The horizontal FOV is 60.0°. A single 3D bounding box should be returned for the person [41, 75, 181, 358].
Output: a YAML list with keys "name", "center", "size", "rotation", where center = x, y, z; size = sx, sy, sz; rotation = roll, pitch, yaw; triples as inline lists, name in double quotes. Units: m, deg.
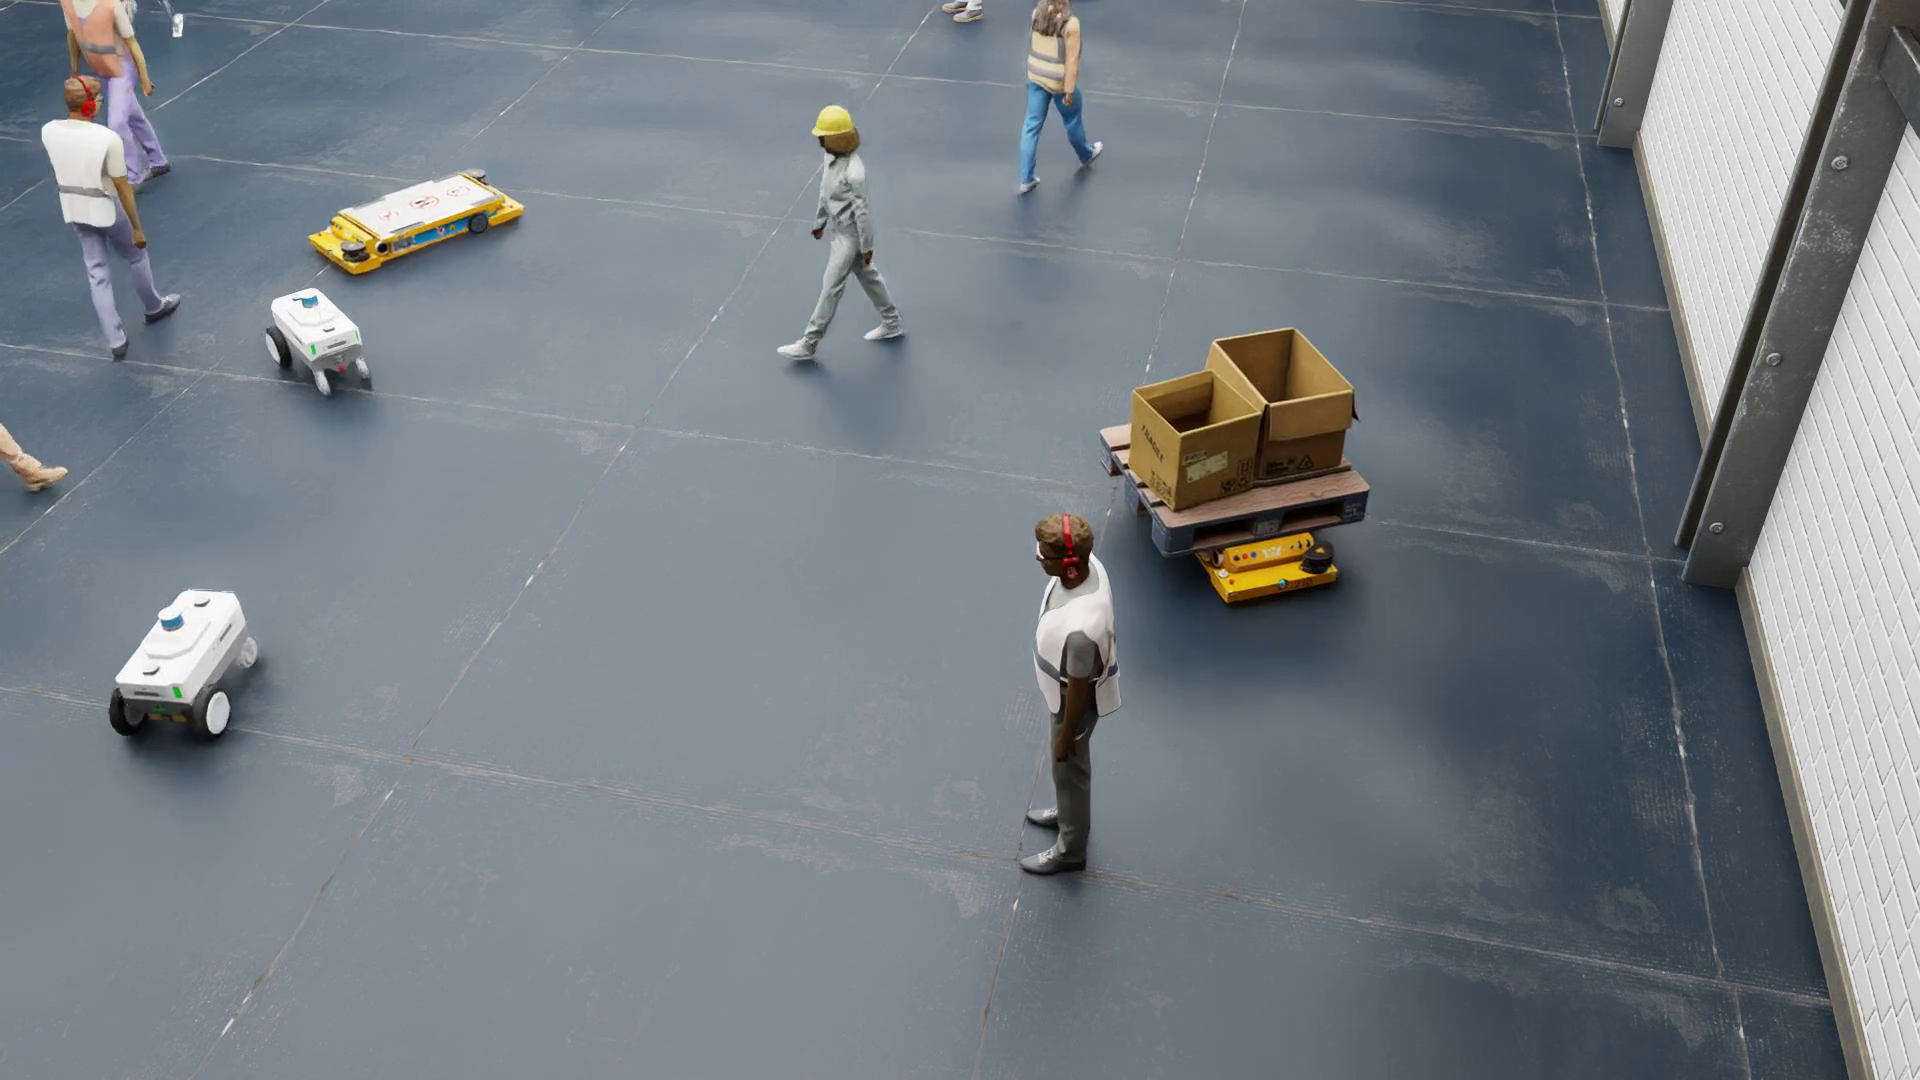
- name: "person"
  center: [-5.535, -2.130, 10.793]
  size: [0.644, 1.789, 0.857]
  rotation: [4, 37, 5]

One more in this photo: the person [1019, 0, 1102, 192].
- name: "person"
  center: [0.766, -3.576, 12.829]
  size: [0.484, 1.674, 0.922]
  rotation: [24, 43, 29]

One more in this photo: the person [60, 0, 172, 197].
- name: "person"
  center: [-6.507, -3.506, 12.611]
  size: [0.607, 1.811, 0.765]
  rotation: [19, 41, 23]

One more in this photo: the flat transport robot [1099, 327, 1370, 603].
- name: "flat transport robot"
  center: [1.532, -0.187, 9.468]
  size: [0.659, 0.231, 1.431]
  rotation: [-10, 38, -14]

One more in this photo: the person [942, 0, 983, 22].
- name: "person"
  center: [0.045, -5.883, 15.741]
  size: [0.353, 1.885, 0.574]
  rotation: [-11, 38, -15]

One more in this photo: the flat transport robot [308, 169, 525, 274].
- name: "flat transport robot"
  center: [-4.051, -2.392, 12.419]
  size: [1.431, 0.231, 0.659]
  rotation: [-31, 46, -34]

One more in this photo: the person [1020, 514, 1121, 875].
- name: "person"
  center: [0.474, 0.653, 7.041]
  size: [0.408, 1.833, 0.562]
  rotation: [1, 37, 1]

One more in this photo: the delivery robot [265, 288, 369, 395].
- name: "delivery robot"
  center: [-4.169, -1.334, 10.780]
  size: [0.499, 0.614, 0.790]
  rotation: [-26, 44, -30]

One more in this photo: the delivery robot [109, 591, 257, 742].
- name: "delivery robot"
  center: [-3.812, 0.611, 8.177]
  size: [0.499, 0.611, 0.809]
  rotation: [4, 37, 5]

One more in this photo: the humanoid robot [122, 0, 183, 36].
- name: "humanoid robot"
  center: [-7.600, -5.359, 15.171]
  size: [0.540, 1.758, 0.961]
  rotation: [12, 38, 15]

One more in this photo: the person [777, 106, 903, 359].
- name: "person"
  center: [-0.779, -1.971, 10.661]
  size: [0.913, 1.688, 0.506]
  rotation: [-13, 39, -17]

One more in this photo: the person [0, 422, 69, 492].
- name: "person"
  center: [-5.648, -0.936, 9.264]
  size: [0.878, 1.708, 0.515]
  rotation: [5, 37, 7]
